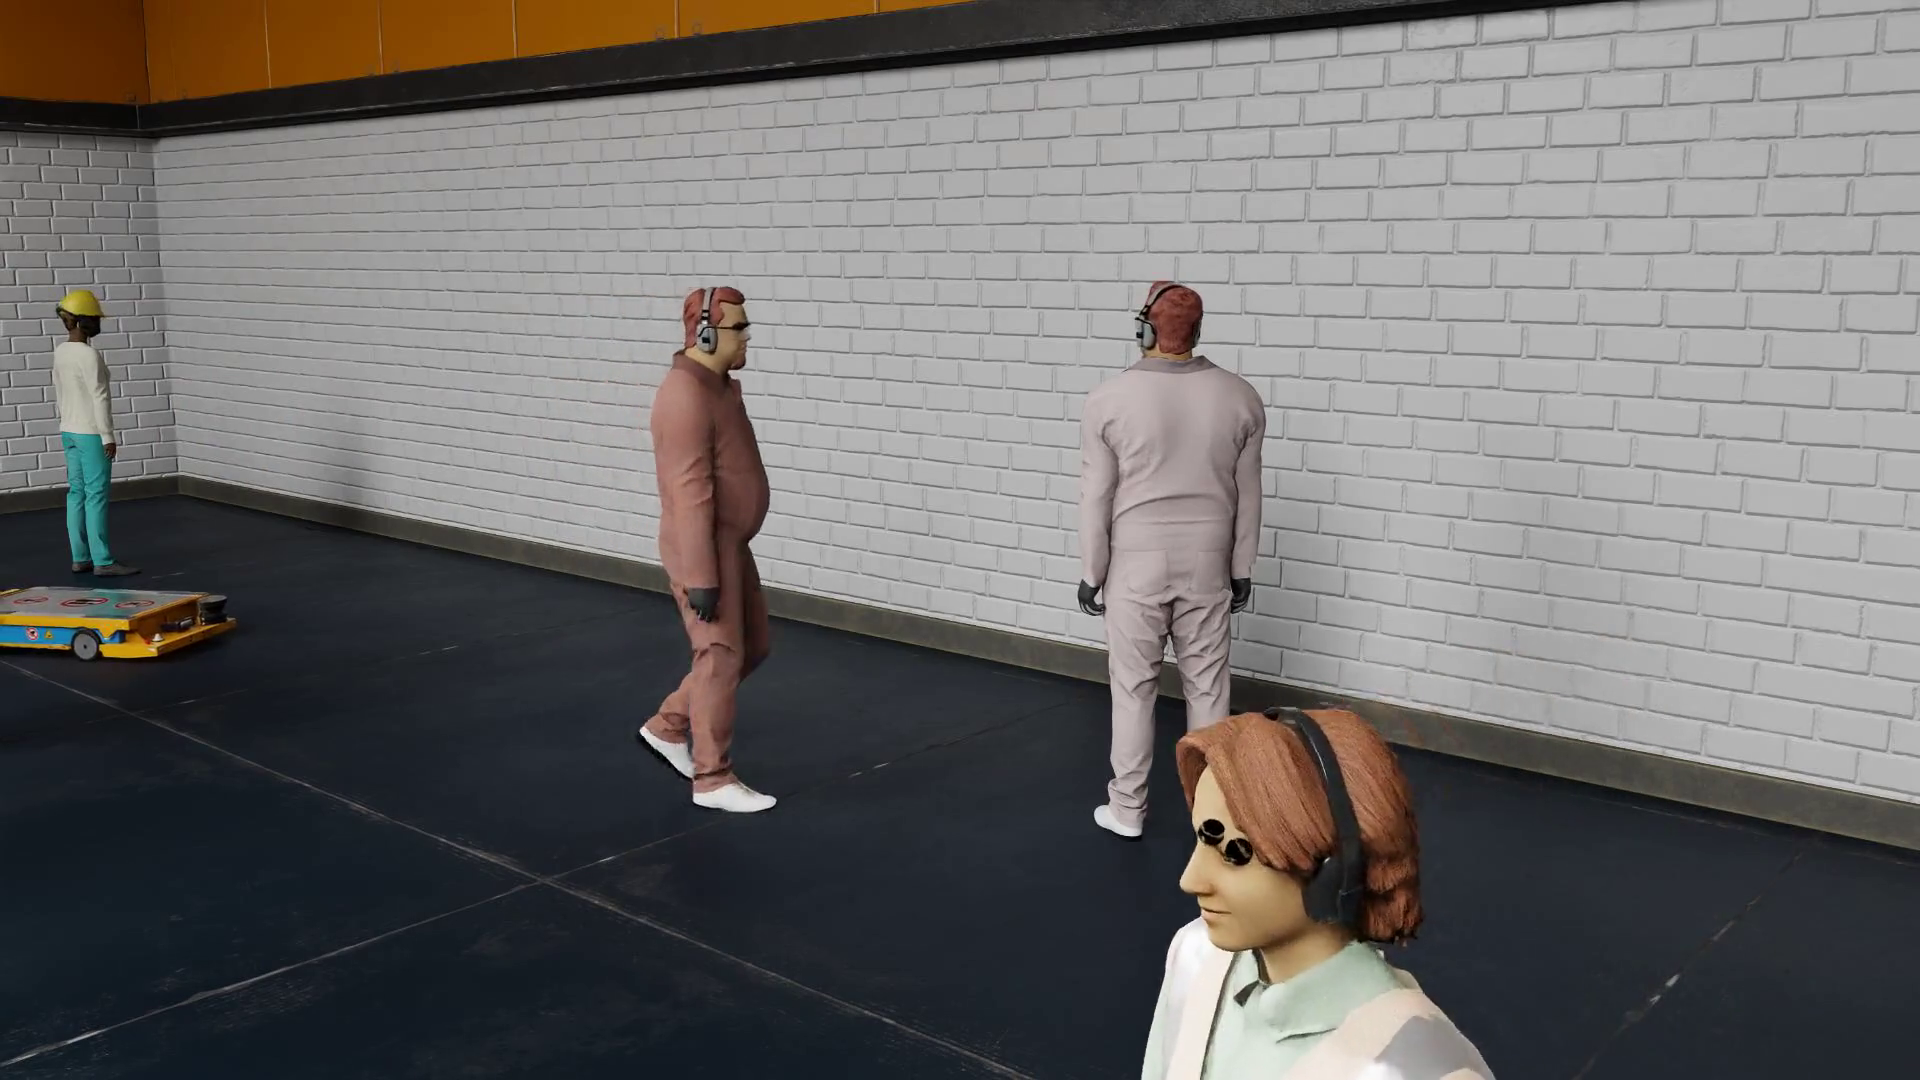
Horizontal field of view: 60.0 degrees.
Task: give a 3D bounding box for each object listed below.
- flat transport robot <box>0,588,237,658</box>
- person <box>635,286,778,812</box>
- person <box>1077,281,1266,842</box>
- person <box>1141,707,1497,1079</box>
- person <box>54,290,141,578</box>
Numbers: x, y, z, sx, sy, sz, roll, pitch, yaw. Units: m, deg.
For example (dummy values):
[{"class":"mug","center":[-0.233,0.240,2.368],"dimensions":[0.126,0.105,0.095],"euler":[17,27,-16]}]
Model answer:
[{"class":"flat transport robot","center":[-4.540,0.408,8.493],"dimensions":[1.431,0.197,0.652],"euler":[2,10,10]},{"class":"person","center":[-0.891,0.045,5.945],"dimensions":[0.456,1.890,0.670],"euler":[0,10,-1]},{"class":"person","center":[0.704,0.081,5.689],"dimensions":[0.641,1.913,0.407],"euler":[-2,10,-10]},{"class":"person","center":[0.313,0.940,1.700],"dimensions":[0.877,1.586,0.538],"euler":[-3,10,-17]},{"class":"person","center":[-5.361,-0.649,10.259],"dimensions":[0.522,1.768,0.313],"euler":[8,12,37]}]
